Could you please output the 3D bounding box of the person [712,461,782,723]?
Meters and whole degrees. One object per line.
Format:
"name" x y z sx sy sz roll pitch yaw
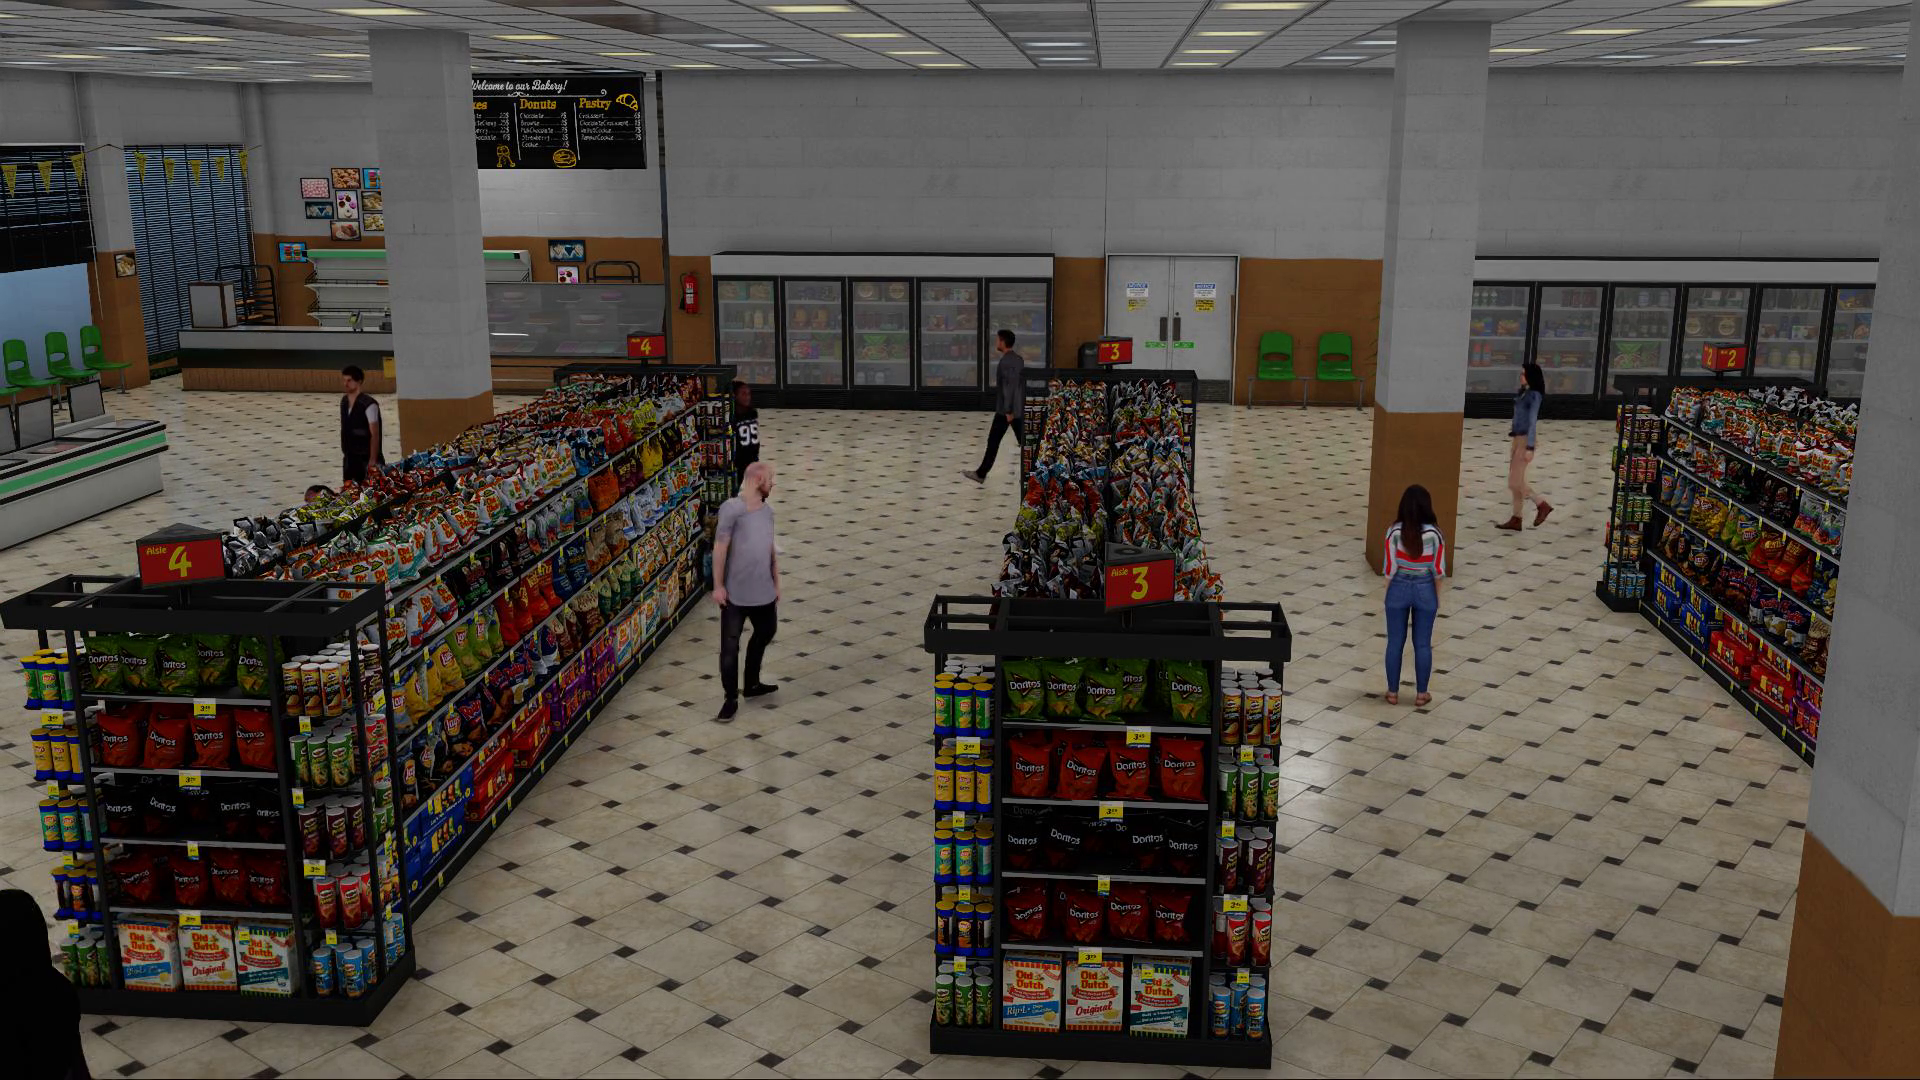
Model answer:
"person" -1.559 0.356 11.739 0.822 1.808 1.005 -11 18 -39

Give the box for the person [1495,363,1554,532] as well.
"person" 5.912 -0.943 17.186 0.673 1.766 0.703 1 14 5

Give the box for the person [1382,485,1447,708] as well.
"person" 3.260 0.393 12.004 0.634 1.611 0.569 4 14 16

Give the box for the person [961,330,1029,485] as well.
"person" 0.662 -1.484 19.311 1.053 1.815 1.251 6 15 24

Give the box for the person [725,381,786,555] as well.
"person" -2.197 -0.681 16.297 1.152 1.675 1.193 12 18 40

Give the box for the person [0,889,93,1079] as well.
"person" -3.101 1.924 5.698 0.713 1.608 0.803 6 15 24

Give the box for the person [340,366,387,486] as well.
"person" -5.878 -0.823 16.625 0.926 1.797 1.279 6 15 24
